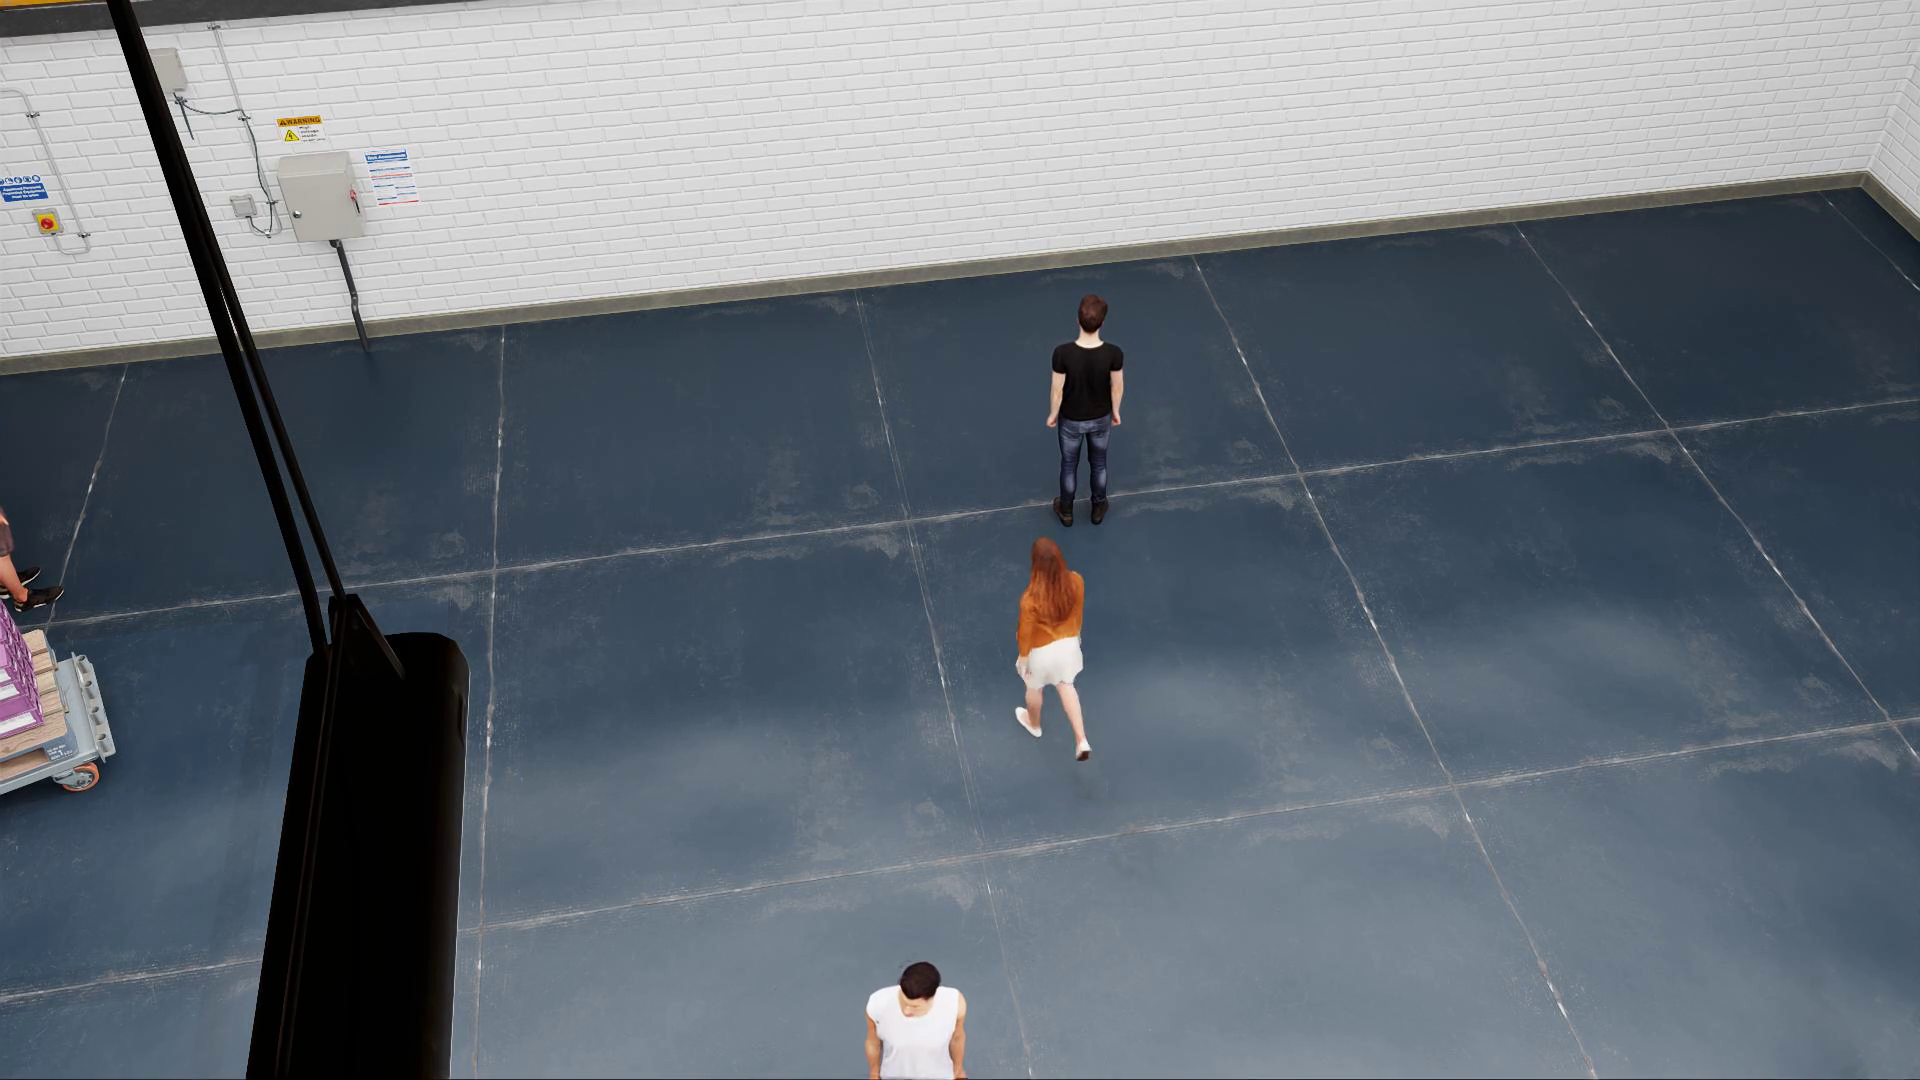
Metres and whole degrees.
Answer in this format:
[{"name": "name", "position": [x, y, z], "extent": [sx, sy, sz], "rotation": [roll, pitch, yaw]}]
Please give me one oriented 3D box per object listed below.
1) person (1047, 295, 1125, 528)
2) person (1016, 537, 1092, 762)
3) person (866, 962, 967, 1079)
[{"name": "person", "position": [0.872, -0.869, 11.547], "extent": [0.693, 1.896, 0.610], "rotation": [-2, 44, -2]}, {"name": "person", "position": [0.596, 0.700, 10.040], "extent": [0.765, 1.704, 0.986], "rotation": [-19, 47, -19]}, {"name": "person", "position": [-0.200, 2.531, 8.059], "extent": [0.665, 1.785, 0.620], "rotation": [-1, 44, -1]}]
